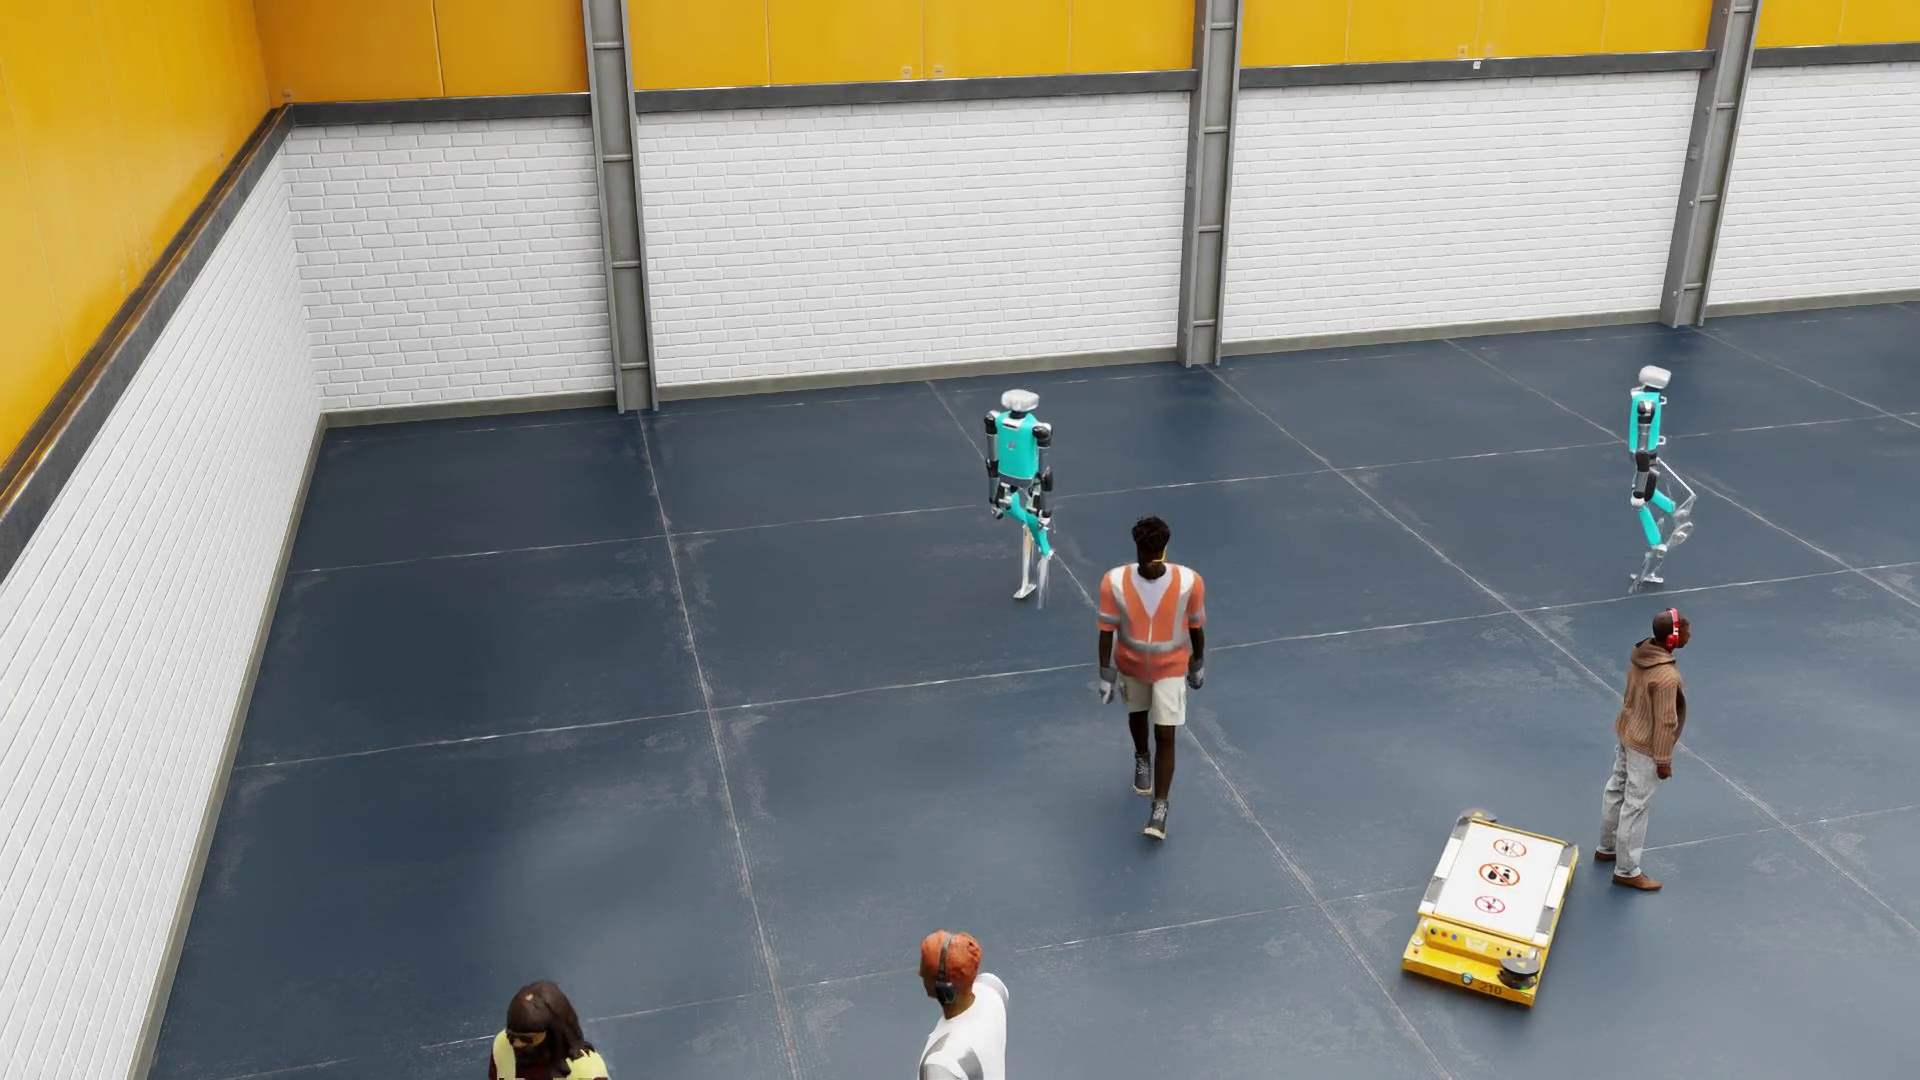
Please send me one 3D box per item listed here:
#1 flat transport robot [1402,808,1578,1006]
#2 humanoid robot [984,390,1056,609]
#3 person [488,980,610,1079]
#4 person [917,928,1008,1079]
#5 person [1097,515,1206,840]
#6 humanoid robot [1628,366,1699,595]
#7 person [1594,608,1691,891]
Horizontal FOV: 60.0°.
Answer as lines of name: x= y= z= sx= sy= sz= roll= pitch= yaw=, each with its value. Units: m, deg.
flat transport robot: x=2.885 y=1.938 z=8.959 sx=0.659 sy=0.231 sz=1.431 roll=12 pitch=26 yaw=25
humanoid robot: x=0.543 y=-0.281 z=12.270 sx=0.545 sy=1.859 sz=0.777 roll=14 pitch=27 yaw=29
person: x=-1.538 y=2.371 z=6.176 sx=0.482 sy=1.727 sz=0.905 roll=12 pitch=27 yaw=25
person: x=0.001 y=2.257 z=6.230 sx=0.337 sy=1.883 sz=0.582 roll=8 pitch=25 yaw=18
person: x=1.083 y=0.758 z=9.601 sx=0.616 sy=1.909 sz=1.002 roll=6 pitch=24 yaw=13
humanoid robot: x=5.301 y=-0.371 z=12.486 sx=0.731 sy=1.864 sz=0.537 roll=9 pitch=25 yaw=19
person: x=3.735 y=1.122 z=9.092 sx=0.327 sy=1.651 sz=0.459 roll=0 pitch=24 yaw=0
